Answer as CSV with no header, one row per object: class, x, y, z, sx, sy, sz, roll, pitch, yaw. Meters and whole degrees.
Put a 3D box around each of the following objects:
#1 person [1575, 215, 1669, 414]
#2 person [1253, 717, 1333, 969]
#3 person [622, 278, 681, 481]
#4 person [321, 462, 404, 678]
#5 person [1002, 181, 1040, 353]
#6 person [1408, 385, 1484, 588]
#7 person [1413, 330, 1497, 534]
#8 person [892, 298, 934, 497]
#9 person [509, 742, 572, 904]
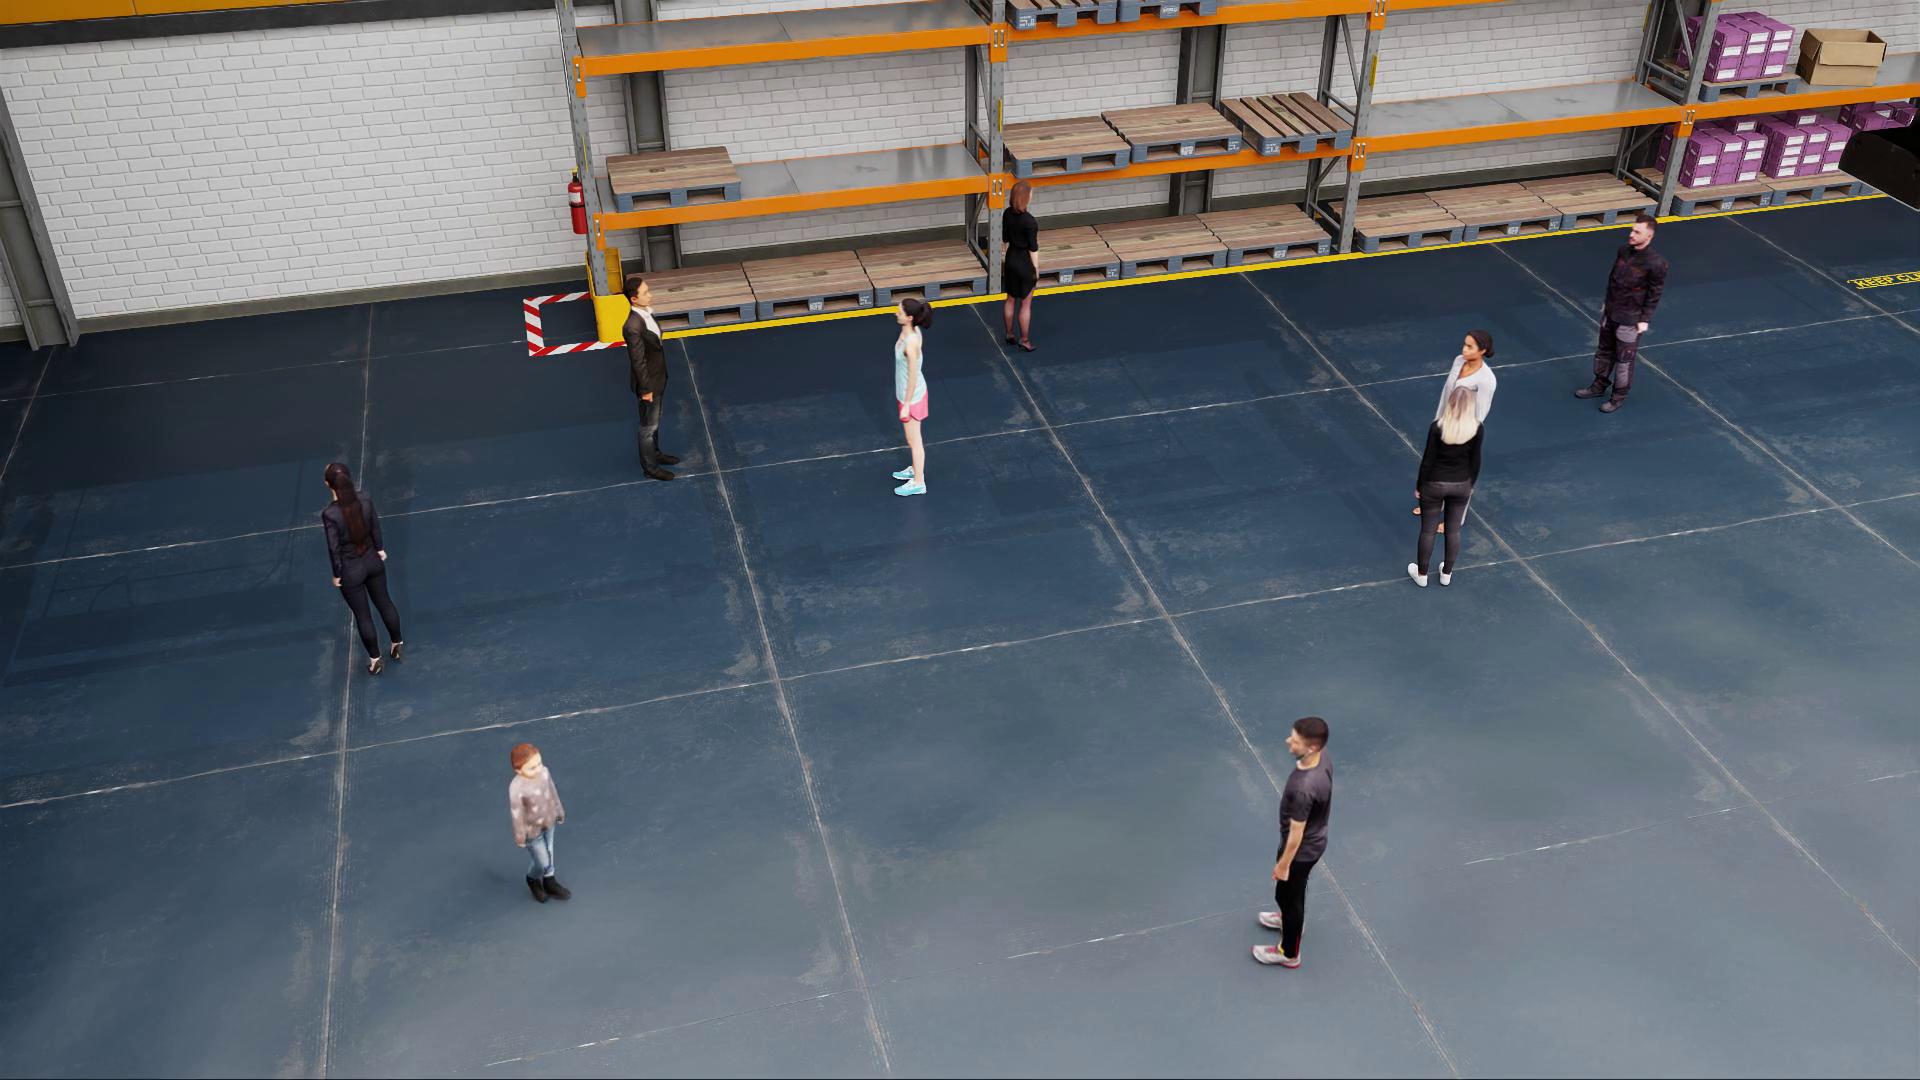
person,6.000,-2.060,14.947,0.666,1.857,0.747,-14,36,-20
person,1.921,1.693,9.393,0.720,1.755,0.730,9,35,13
person,-2.628,-1.369,13.954,0.642,1.805,0.731,0,34,1
person,-4.214,0.198,11.682,0.700,1.711,0.619,21,39,28
person,0.574,-2.615,15.918,0.647,1.706,0.658,-26,42,-34
person,3.679,-0.400,12.604,0.560,1.685,0.729,0,34,0
person,4.008,-0.898,13.307,0.609,1.737,0.668,-15,37,-22
person,-0.412,-1.190,13.721,0.654,1.765,0.649,-1,34,-1
person,-2.567,1.669,9.939,0.652,1.190,0.590,19,38,26
